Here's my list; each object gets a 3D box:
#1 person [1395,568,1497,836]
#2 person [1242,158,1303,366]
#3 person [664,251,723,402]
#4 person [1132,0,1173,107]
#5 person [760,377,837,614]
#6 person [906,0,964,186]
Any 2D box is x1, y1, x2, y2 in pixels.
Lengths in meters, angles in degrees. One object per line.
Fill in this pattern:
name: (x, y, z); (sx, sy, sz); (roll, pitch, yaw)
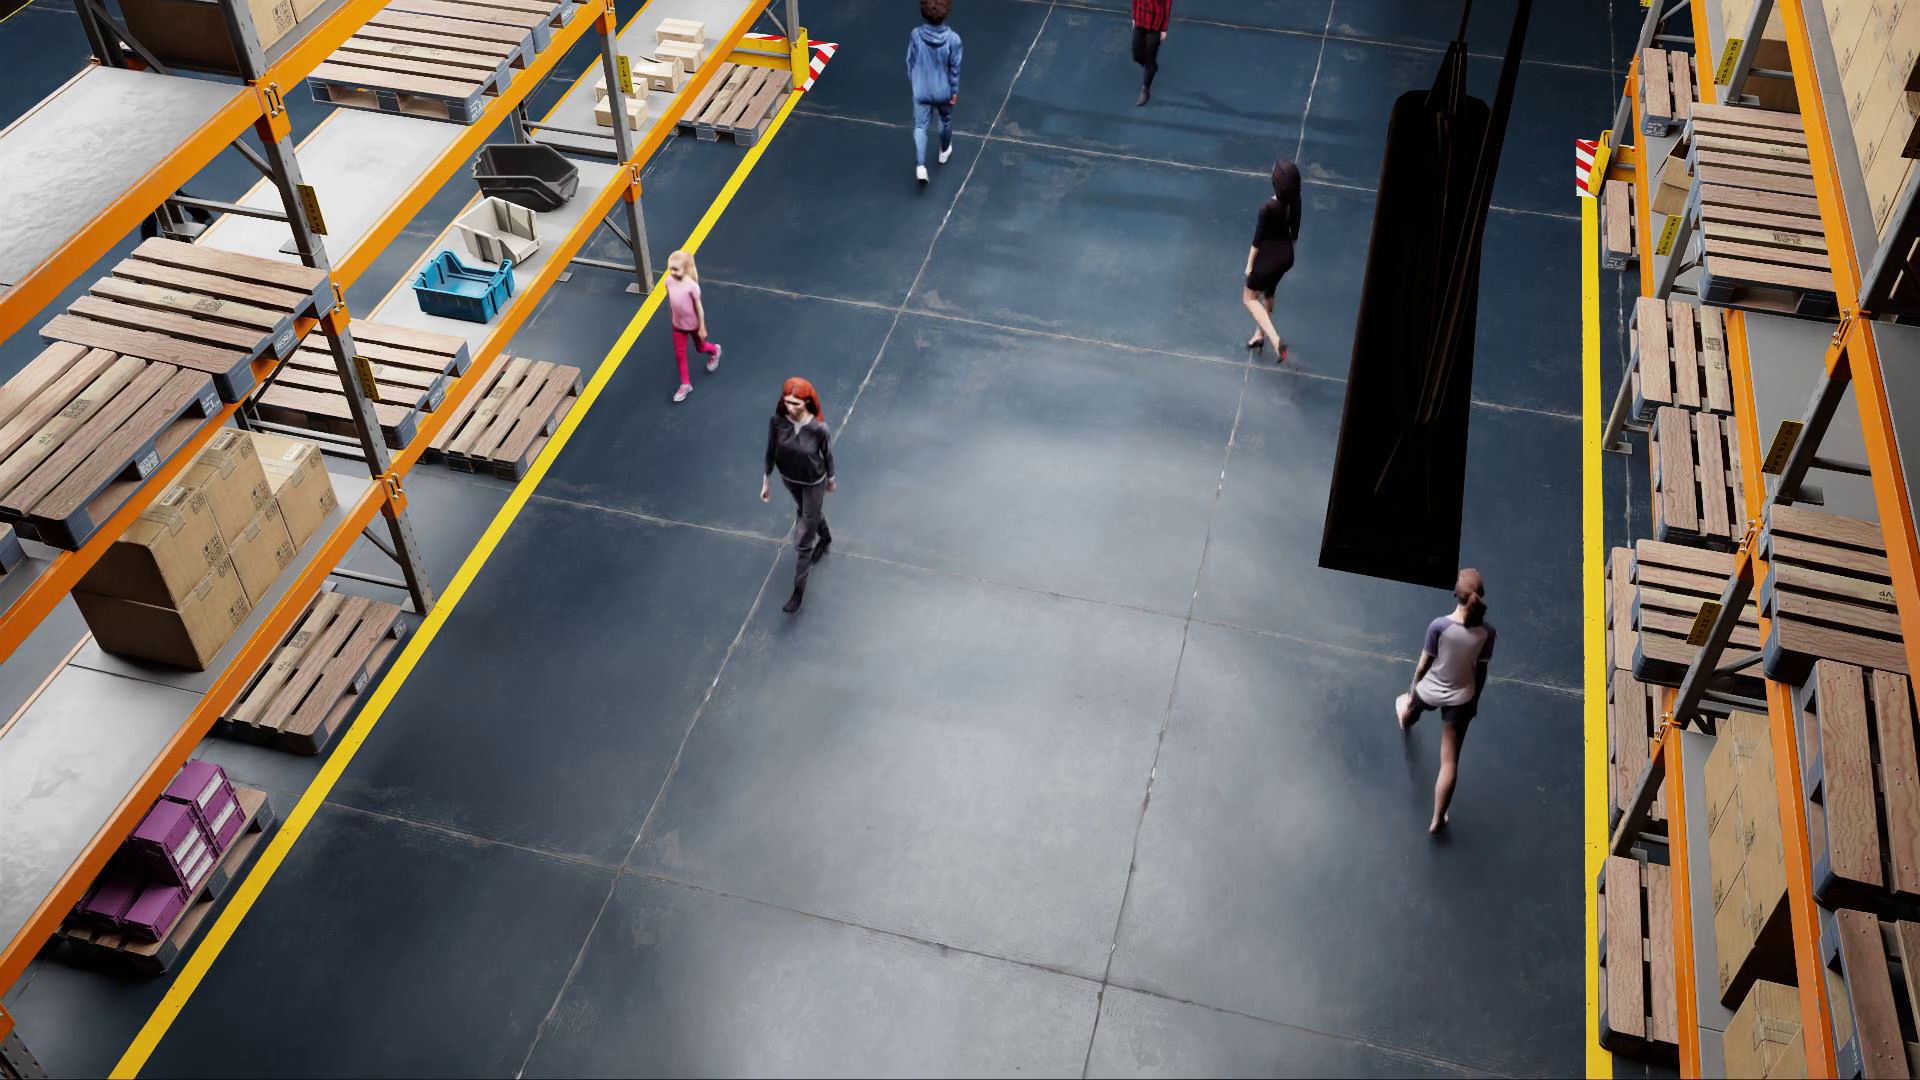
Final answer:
person: (2.890, 1.015, 9.975); (0.653, 1.670, 1.279); (9, 44, 10)
person: (2.521, -2.130, 13.196); (0.907, 1.783, 0.955); (-24, 49, -23)
person: (-2.127, -1.756, 13.186); (0.564, 1.254, 0.889); (16, 46, 16)
person: (1.917, -5.127, 16.440); (0.693, 1.646, 0.792); (23, 48, 22)
person: (-1.049, -0.444, 11.465); (0.702, 1.729, 1.165); (17, 46, 17)
person: (-0.267, -4.127, 15.289); (0.780, 1.785, 1.145); (4, 44, 5)
